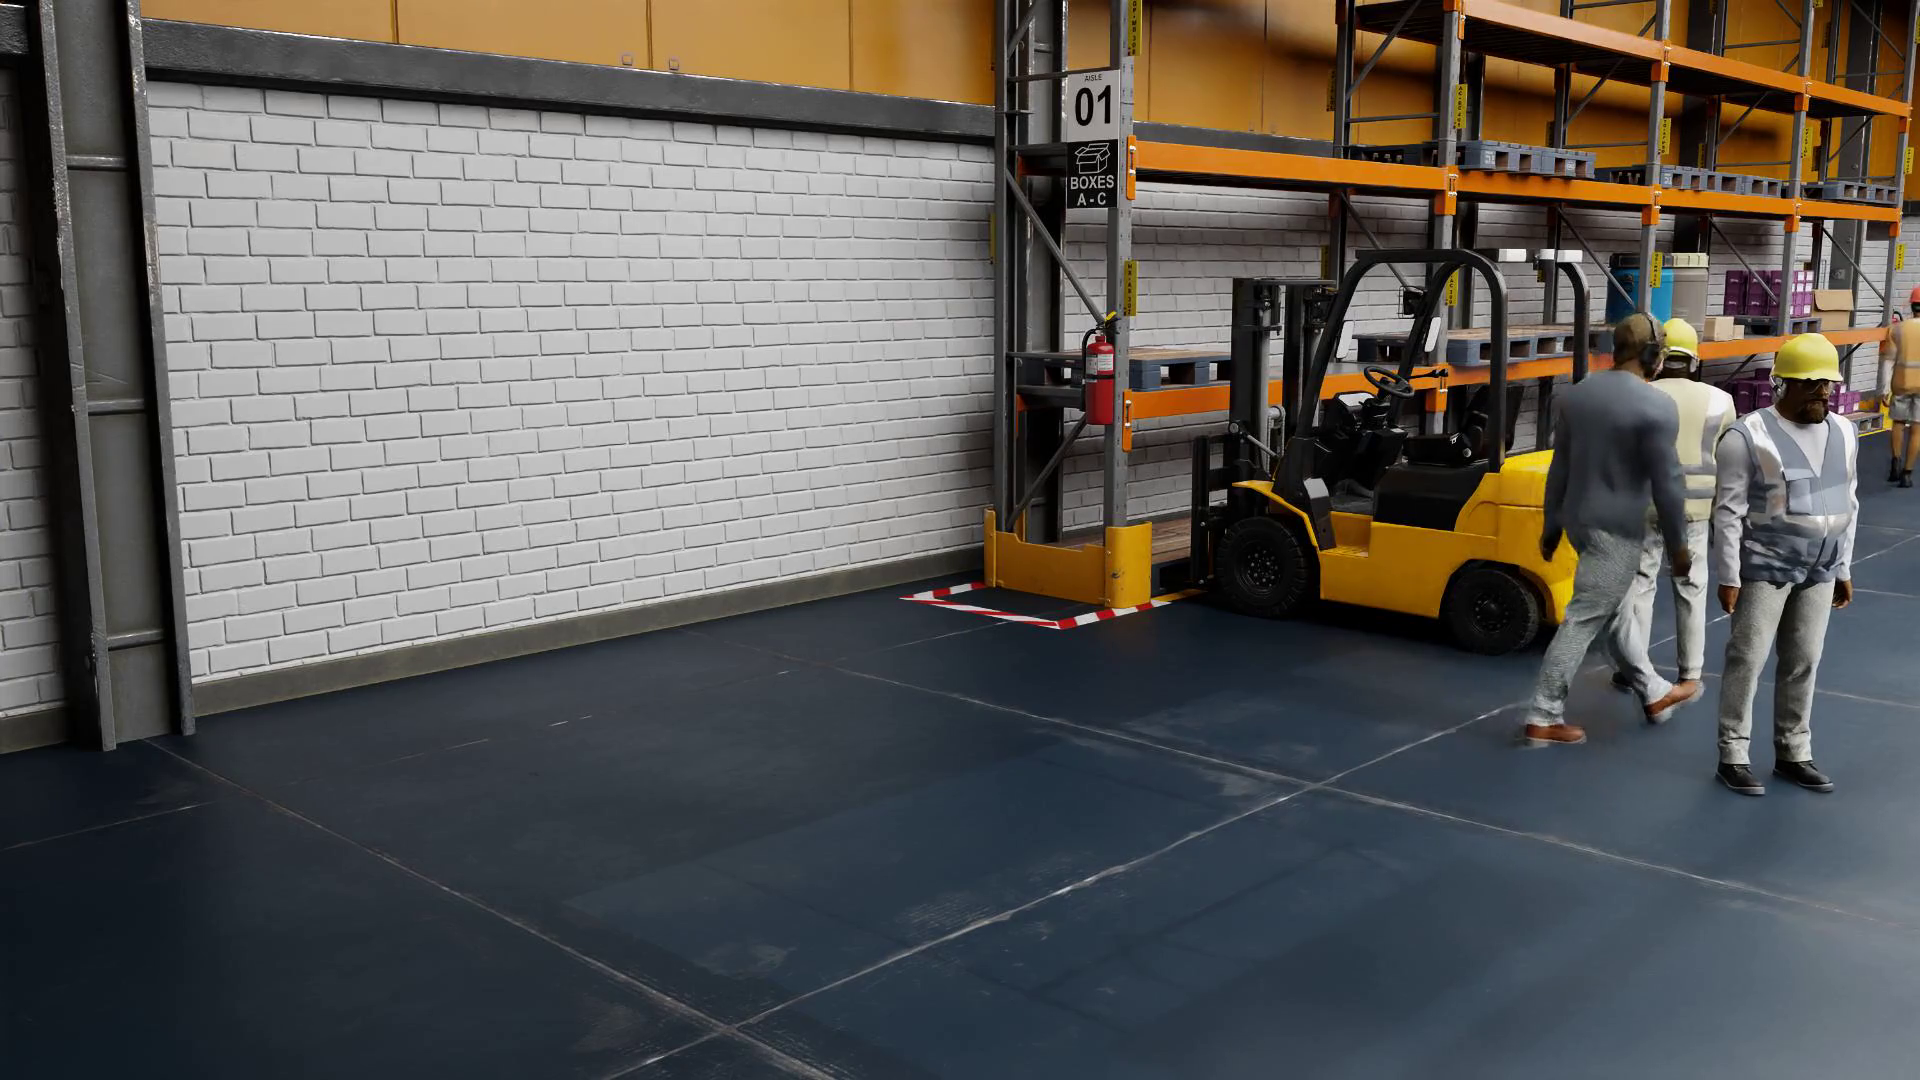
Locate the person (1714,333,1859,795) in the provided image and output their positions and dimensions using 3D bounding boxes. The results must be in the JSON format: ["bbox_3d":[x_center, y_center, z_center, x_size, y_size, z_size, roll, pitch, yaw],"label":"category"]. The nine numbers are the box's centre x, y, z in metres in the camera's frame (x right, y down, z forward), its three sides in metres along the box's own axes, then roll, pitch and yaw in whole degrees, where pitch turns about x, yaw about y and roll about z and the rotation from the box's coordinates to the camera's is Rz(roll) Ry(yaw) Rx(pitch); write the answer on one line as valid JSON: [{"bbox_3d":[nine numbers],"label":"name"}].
[{"bbox_3d":[3.258,0.102,6.556,0.596,1.826,0.403,-2,9,-11],"label":"person"}]

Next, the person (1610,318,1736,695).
[{"bbox_3d":[3.416,-0.151,8.072,0.592,1.834,0.404,2,10,13],"label":"person"}]

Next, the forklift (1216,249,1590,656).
[{"bbox_3d":[2.710,-0.584,9.626,2.313,2.155,1.214,9,13,43],"label":"forklift"}]

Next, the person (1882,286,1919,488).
[{"bbox_3d":[9.074,-1.454,15.789,0.557,1.916,0.500,7,11,35],"label":"person"}]

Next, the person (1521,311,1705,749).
[{"bbox_3d":[2.905,-0.038,7.214,1.032,1.881,0.644,-2,10,-14],"label":"person"}]
